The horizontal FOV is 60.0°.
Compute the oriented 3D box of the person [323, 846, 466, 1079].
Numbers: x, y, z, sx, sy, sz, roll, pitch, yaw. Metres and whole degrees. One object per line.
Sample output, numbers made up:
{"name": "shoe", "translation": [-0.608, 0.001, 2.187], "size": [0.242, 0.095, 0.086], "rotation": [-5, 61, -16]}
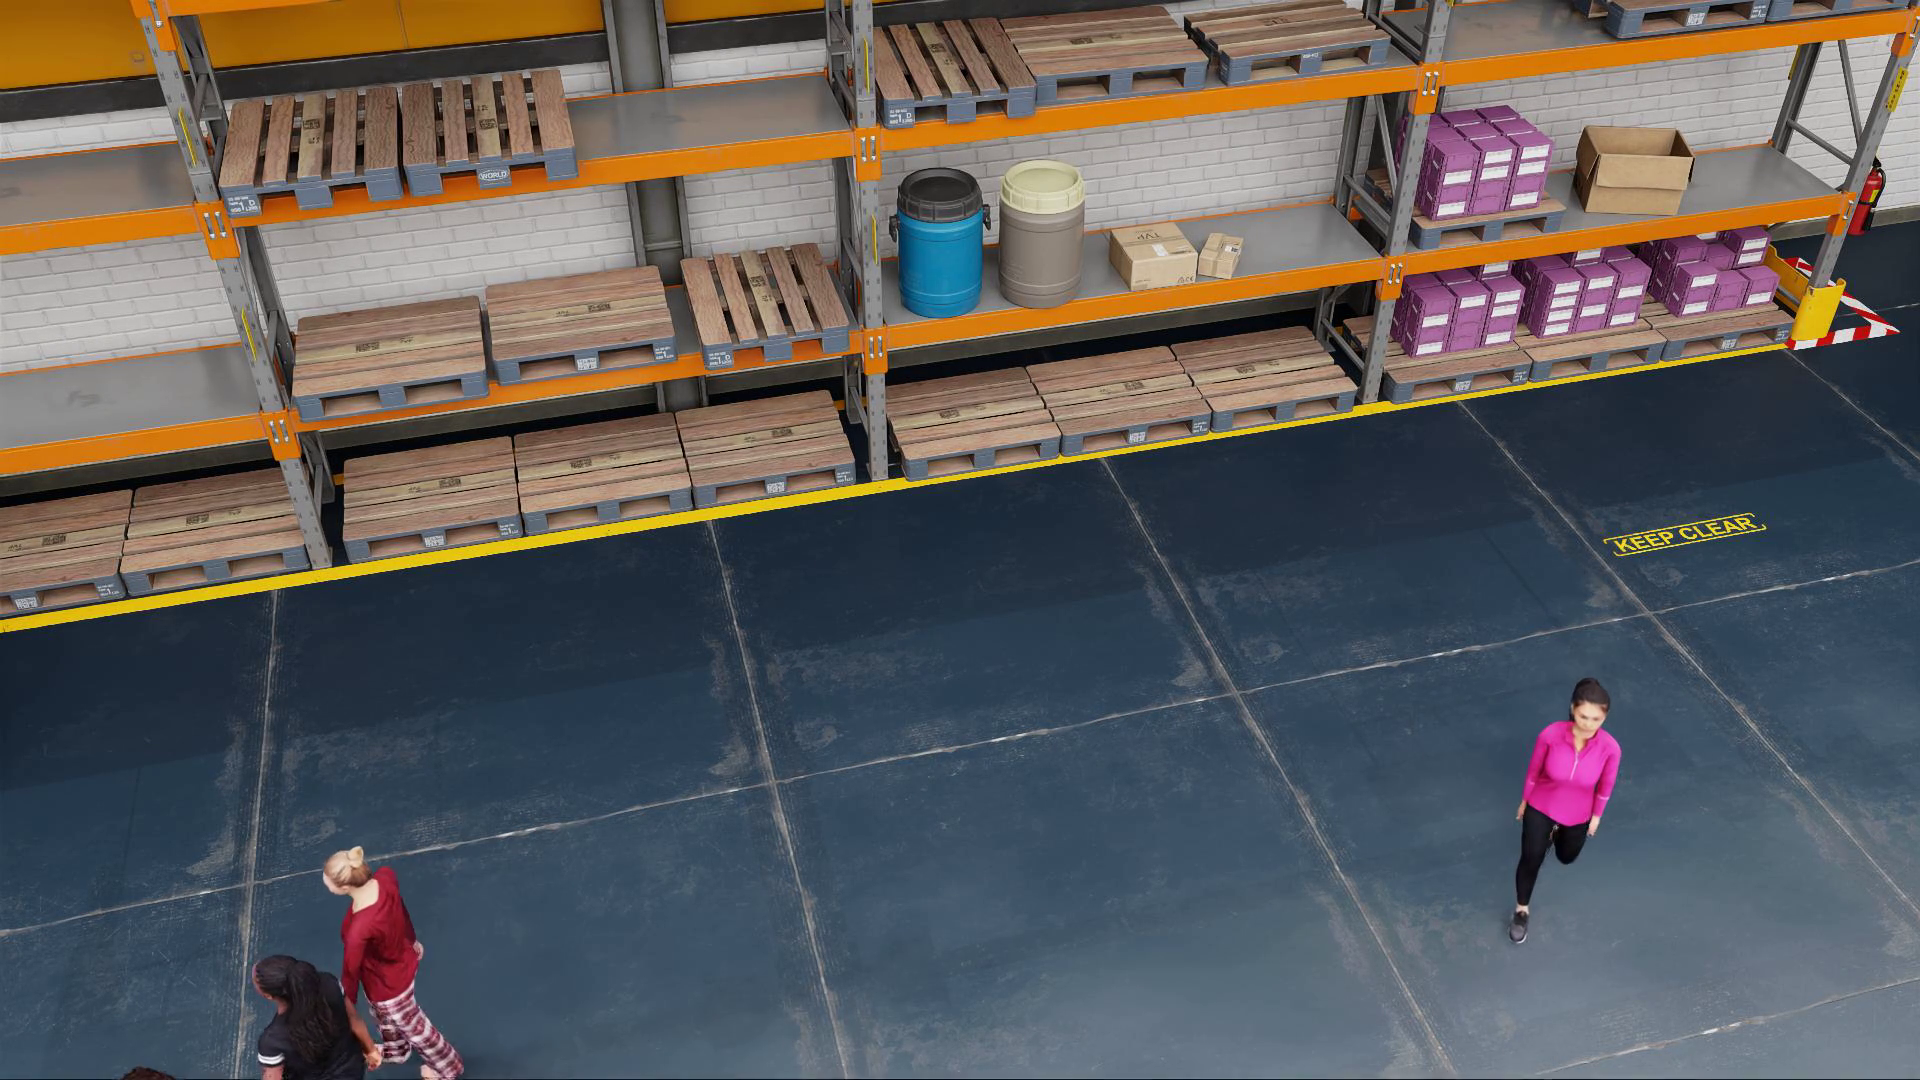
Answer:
{"name": "person", "translation": [-2.644, 2.063, 7.938], "size": [0.838, 1.690, 0.726], "rotation": [0, 39, 0]}

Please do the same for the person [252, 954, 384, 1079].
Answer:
{"name": "person", "translation": [-2.738, 2.451, 7.440], "size": [1.117, 1.707, 1.000], "rotation": [12, 40, 15]}

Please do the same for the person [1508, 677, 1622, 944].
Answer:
{"name": "person", "translation": [3.187, 1.367, 8.827], "size": [0.994, 1.680, 0.965], "rotation": [12, 40, 15]}
